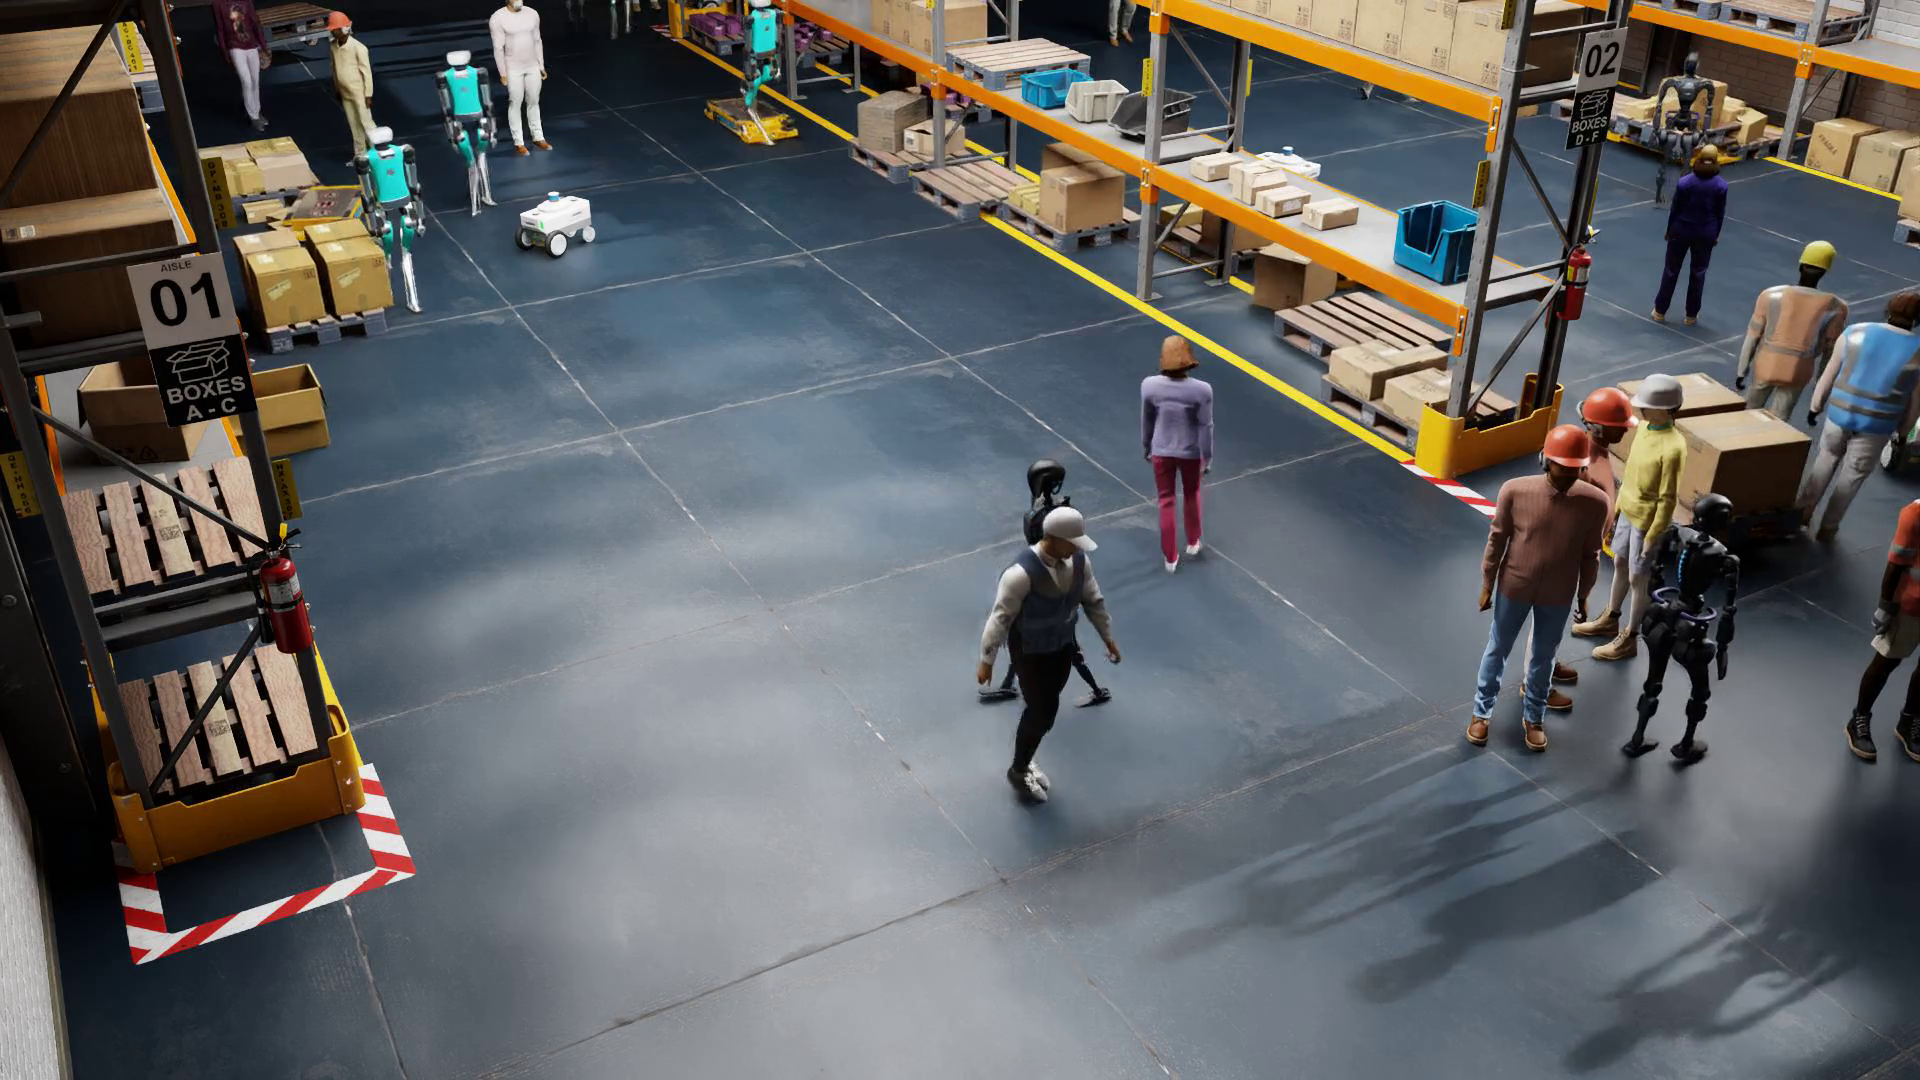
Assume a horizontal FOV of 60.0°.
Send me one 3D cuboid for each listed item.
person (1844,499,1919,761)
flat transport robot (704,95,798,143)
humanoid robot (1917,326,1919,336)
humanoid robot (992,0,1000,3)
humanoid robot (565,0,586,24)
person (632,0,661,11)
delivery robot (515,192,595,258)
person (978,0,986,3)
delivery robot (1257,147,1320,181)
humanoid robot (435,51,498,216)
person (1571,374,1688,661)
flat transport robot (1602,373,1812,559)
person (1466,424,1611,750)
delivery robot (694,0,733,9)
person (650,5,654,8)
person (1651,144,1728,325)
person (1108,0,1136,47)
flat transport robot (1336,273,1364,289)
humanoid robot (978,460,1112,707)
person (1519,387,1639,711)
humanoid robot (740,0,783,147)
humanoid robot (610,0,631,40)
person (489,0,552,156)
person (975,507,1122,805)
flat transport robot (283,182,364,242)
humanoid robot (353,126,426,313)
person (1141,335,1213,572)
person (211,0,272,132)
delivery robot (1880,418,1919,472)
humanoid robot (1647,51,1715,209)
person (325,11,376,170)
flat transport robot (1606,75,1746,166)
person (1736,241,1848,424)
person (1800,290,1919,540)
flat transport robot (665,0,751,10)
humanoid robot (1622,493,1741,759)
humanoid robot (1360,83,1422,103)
[{"bbox_3d":[5.328,0.349,9.111,0.606,1.958,0.374,2,30,3],"label":"person"},{"bbox_3d":[-2.578,-5.172,20.414,0.659,0.231,1.431,-15,33,-25],"label":"flat transport robot"},{"bbox_3d":[7.441,-1.395,12.390,0.775,1.793,0.540,-15,33,-24],"label":"humanoid robot"},{"bbox_3d":[0.306,-9.262,26.157,0.758,1.629,0.606,-6,30,-10],"label":"humanoid robot"},{"bbox_3d":[-5.835,-8.609,24.976,0.587,1.649,0.339,-6,30,-10],"label":"humanoid robot"},{"bbox_3d":[-4.938,-9.176,25.806,0.622,1.844,0.429,-14,33,-22],"label":"person"},{"bbox_3d":[-4.047,-3.180,16.653,0.499,0.589,0.782,19,35,29],"label":"delivery robot"},{"bbox_3d":[0.137,-6.769,21.553,0.402,1.905,0.641,-13,32,-22],"label":"person"},{"bbox_3d":[3.499,-3.958,18.013,0.765,0.594,0.510,25,38,36],"label":"delivery robot"},{"bbox_3d":[-5.114,-4.275,17.391,0.530,1.777,0.806,-9,31,-15],"label":"humanoid robot"},{"bbox_3d":[4.101,-0.134,10.026,0.408,1.884,0.474,-2,30,-4],"label":"person"},{"bbox_3d":[5.057,-0.170,11.706,1.431,0.231,0.659,-7,31,-13],"label":"flat transport robot"},{"bbox_3d":[3.193,0.265,9.215,0.618,1.996,0.373,6,30,10],"label":"person"},{"bbox_3d":[-3.718,-8.399,25.725,0.747,0.576,0.508,-12,32,-21],"label":"delivery robot"},{"bbox_3d":[-4.690,-9.223,25.974,0.564,1.750,0.339,-4,30,-7],"label":"person"},{"bbox_3d":[6.501,-2.710,14.764,0.449,1.624,0.326,10,31,17],"label":"person"},{"bbox_3d":[2.314,-8.041,23.797,0.592,1.880,0.426,-9,31,-15],"label":"person"},{"bbox_3d":[4.197,-2.631,15.990,1.431,0.231,0.659,-2,30,-4],"label":"flat transport robot"},{"bbox_3d":[0.521,0.281,9.558,0.776,1.625,0.597,-8,31,-13],"label":"humanoid robot"},{"bbox_3d":[3.560,0.035,9.618,0.376,1.995,0.608,14,33,23],"label":"person"},{"bbox_3d":[-2.474,-5.593,19.696,0.531,1.767,0.931,-23,37,-34],"label":"humanoid robot"},{"bbox_3d":[-5.046,-8.265,24.346,0.554,1.786,0.886,0,30,0],"label":"humanoid robot"},{"bbox_3d":[-5.068,-5.437,19.201,0.634,1.937,0.355,-26,39,-38],"label":"person"},{"bbox_3d":[0.445,0.615,8.882,0.744,1.723,0.558,-24,38,-36],"label":"person"},{"bbox_3d":[-6.606,-3.431,17.383,0.659,0.231,1.431,-4,30,-7],"label":"flat transport robot"},{"bbox_3d":[-5.160,-2.863,15.007,0.553,1.873,0.833,-19,35,-30],"label":"humanoid robot"},{"bbox_3d":[1.429,-0.584,11.080,0.507,1.598,0.528,7,31,12],"label":"person"},{"bbox_3d":[-8.613,-5.925,20.066,0.506,1.925,0.776,-26,39,-38],"label":"person"},{"bbox_3d":[7.241,-0.832,12.580,0.499,0.603,0.803,6,30,10],"label":"delivery robot"},{"bbox_3d":[7.578,-4.300,17.484,0.610,1.656,0.306,11,32,18],"label":"humanoid robot"},{"bbox_3d":[-6.846,-5.054,18.715,0.571,1.748,0.340,17,34,28],"label":"person"},{"bbox_3d":[8.383,-4.672,19.543,0.659,0.231,1.431,-15,33,-25],"label":"flat transport robot"},{"bbox_3d":[5.915,-1.242,11.928,0.606,1.906,0.603,14,33,23],"label":"person"},{"bbox_3d":[6.132,-0.815,11.278,0.663,1.814,0.452,23,37,34],"label":"person"},{"bbox_3d":[-3.894,-8.555,26.302,1.431,0.231,0.659,-10,31,-17],"label":"flat transport robot"},{"bbox_3d":[3.998,0.467,9.183,0.412,1.654,0.601,-15,33,-24],"label":"humanoid robot"},{"bbox_3d":[5.567,-6.400,21.133,0.896,1.816,0.547,1,30,1],"label":"humanoid robot"}]
